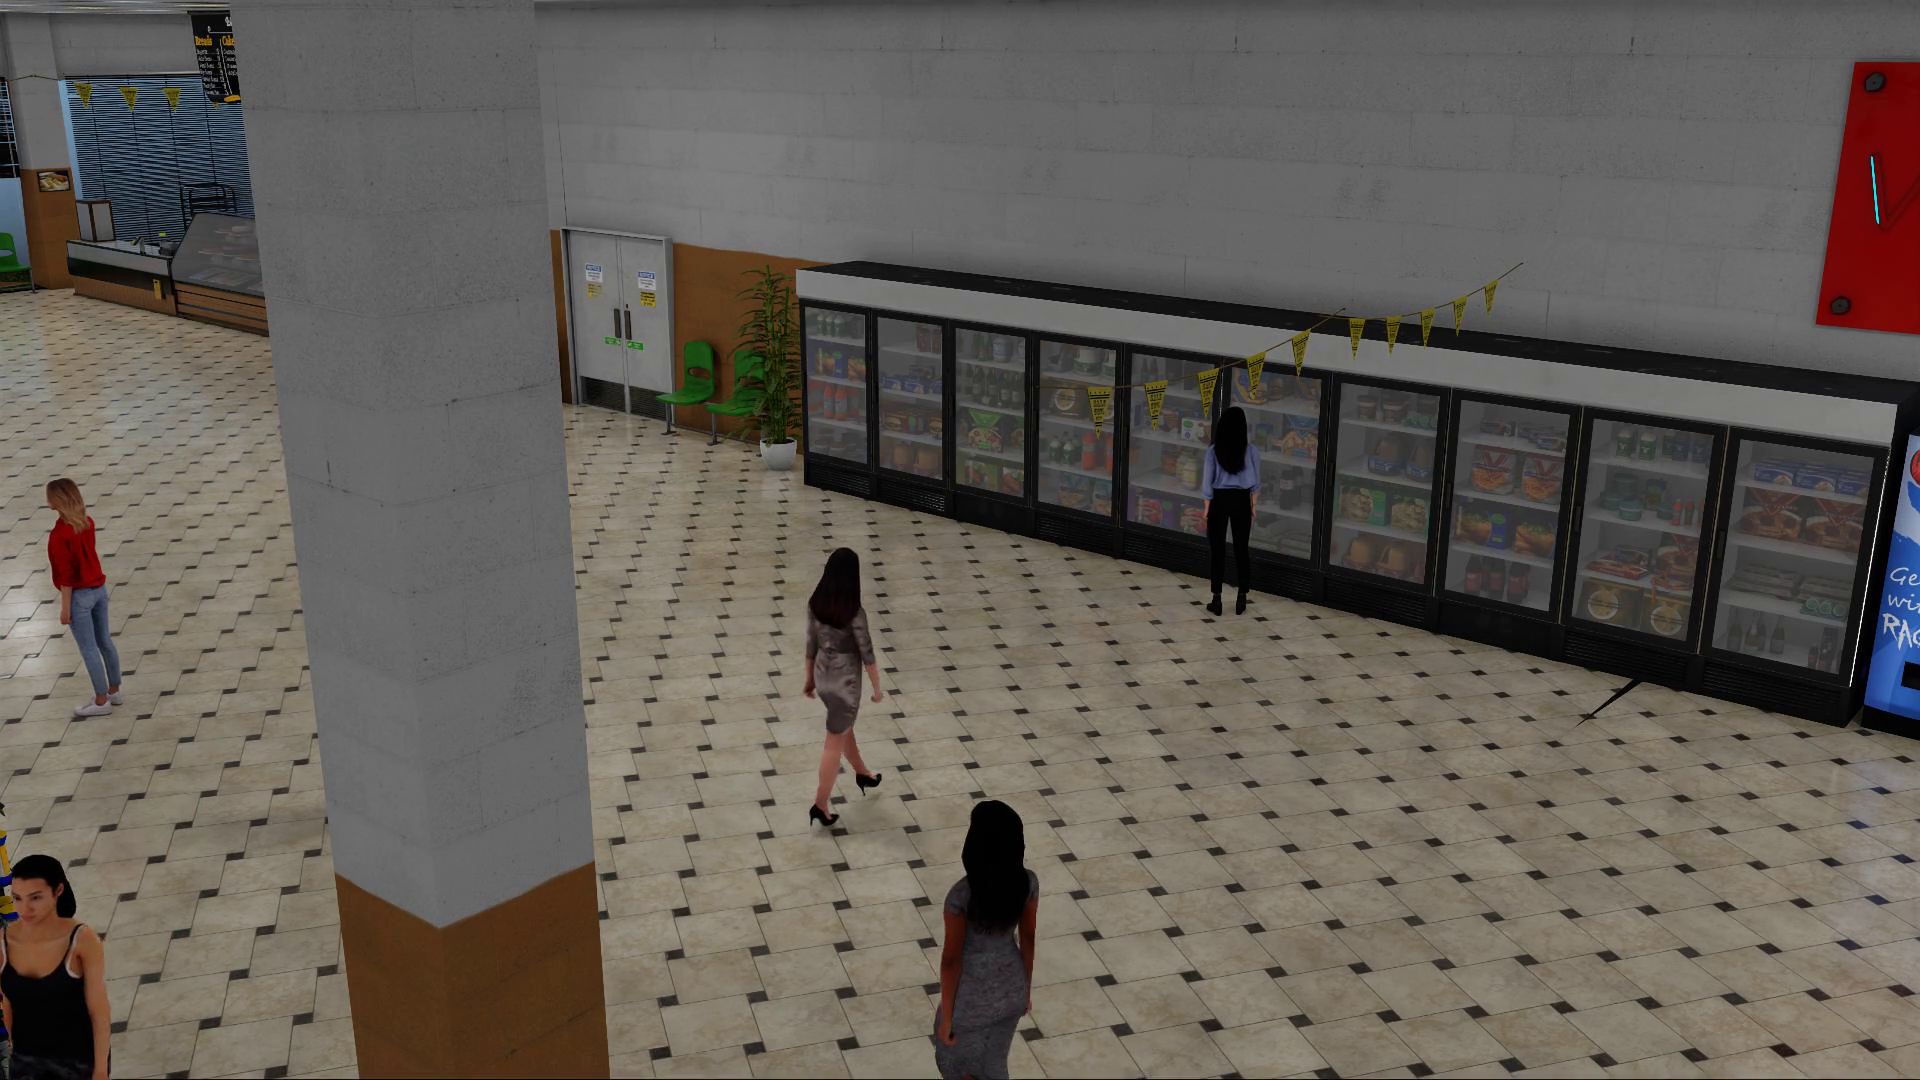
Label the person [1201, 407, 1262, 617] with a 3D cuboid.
[{"bbox_3d":[2.212,-0.239,13.649,0.716,1.743,0.766,-1,17,-2],"label":"person"}]

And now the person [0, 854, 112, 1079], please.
[{"bbox_3d":[-3.429,1.964,6.435,0.792,1.719,0.853,-1,17,-5],"label":"person"}]

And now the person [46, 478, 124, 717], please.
[{"bbox_3d":[-6.121,0.397,11.622,0.749,1.704,0.649,1,17,4],"label":"person"}]

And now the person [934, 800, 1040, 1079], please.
[{"bbox_3d":[0.146,1.895,6.580,0.752,1.767,0.794,-9,19,-27],"label":"person"}]

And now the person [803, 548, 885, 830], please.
[{"bbox_3d":[-0.776,0.924,9.875,0.647,1.710,0.961,12,21,35],"label":"person"}]
